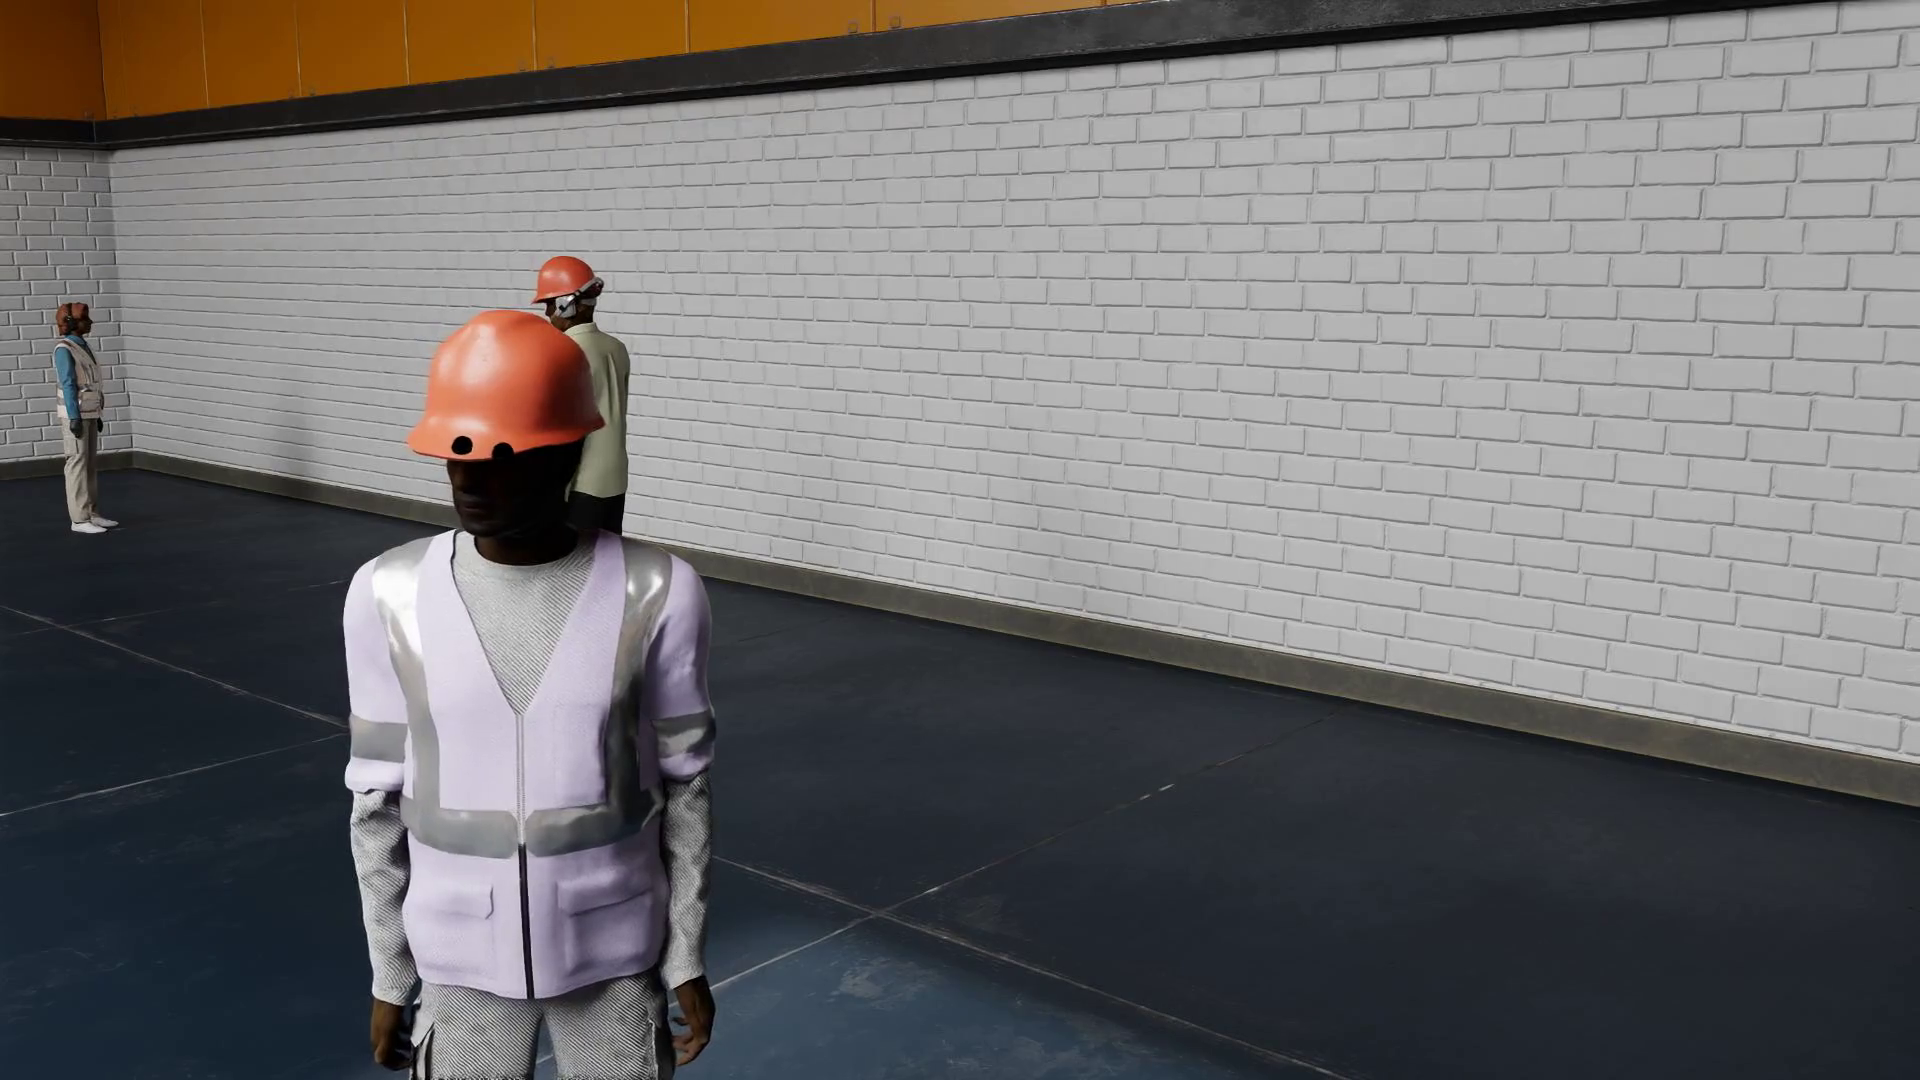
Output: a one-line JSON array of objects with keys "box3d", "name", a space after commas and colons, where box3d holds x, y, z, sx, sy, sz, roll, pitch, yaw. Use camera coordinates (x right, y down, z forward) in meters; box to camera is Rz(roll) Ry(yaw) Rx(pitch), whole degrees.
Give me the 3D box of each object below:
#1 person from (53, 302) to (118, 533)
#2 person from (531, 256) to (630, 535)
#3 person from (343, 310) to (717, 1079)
[{"box3d": [-6.269, -0.871, 11.872, 0.308, 1.645, 0.517, -2, 10, -12], "name": "person"}, {"box3d": [-1.649, -0.236, 7.270, 0.391, 1.989, 0.611, 2, 10, 14], "name": "person"}, {"box3d": [-0.640, 0.623, 2.540, 0.547, 1.934, 0.375, -1, 10, -8], "name": "person"}]
